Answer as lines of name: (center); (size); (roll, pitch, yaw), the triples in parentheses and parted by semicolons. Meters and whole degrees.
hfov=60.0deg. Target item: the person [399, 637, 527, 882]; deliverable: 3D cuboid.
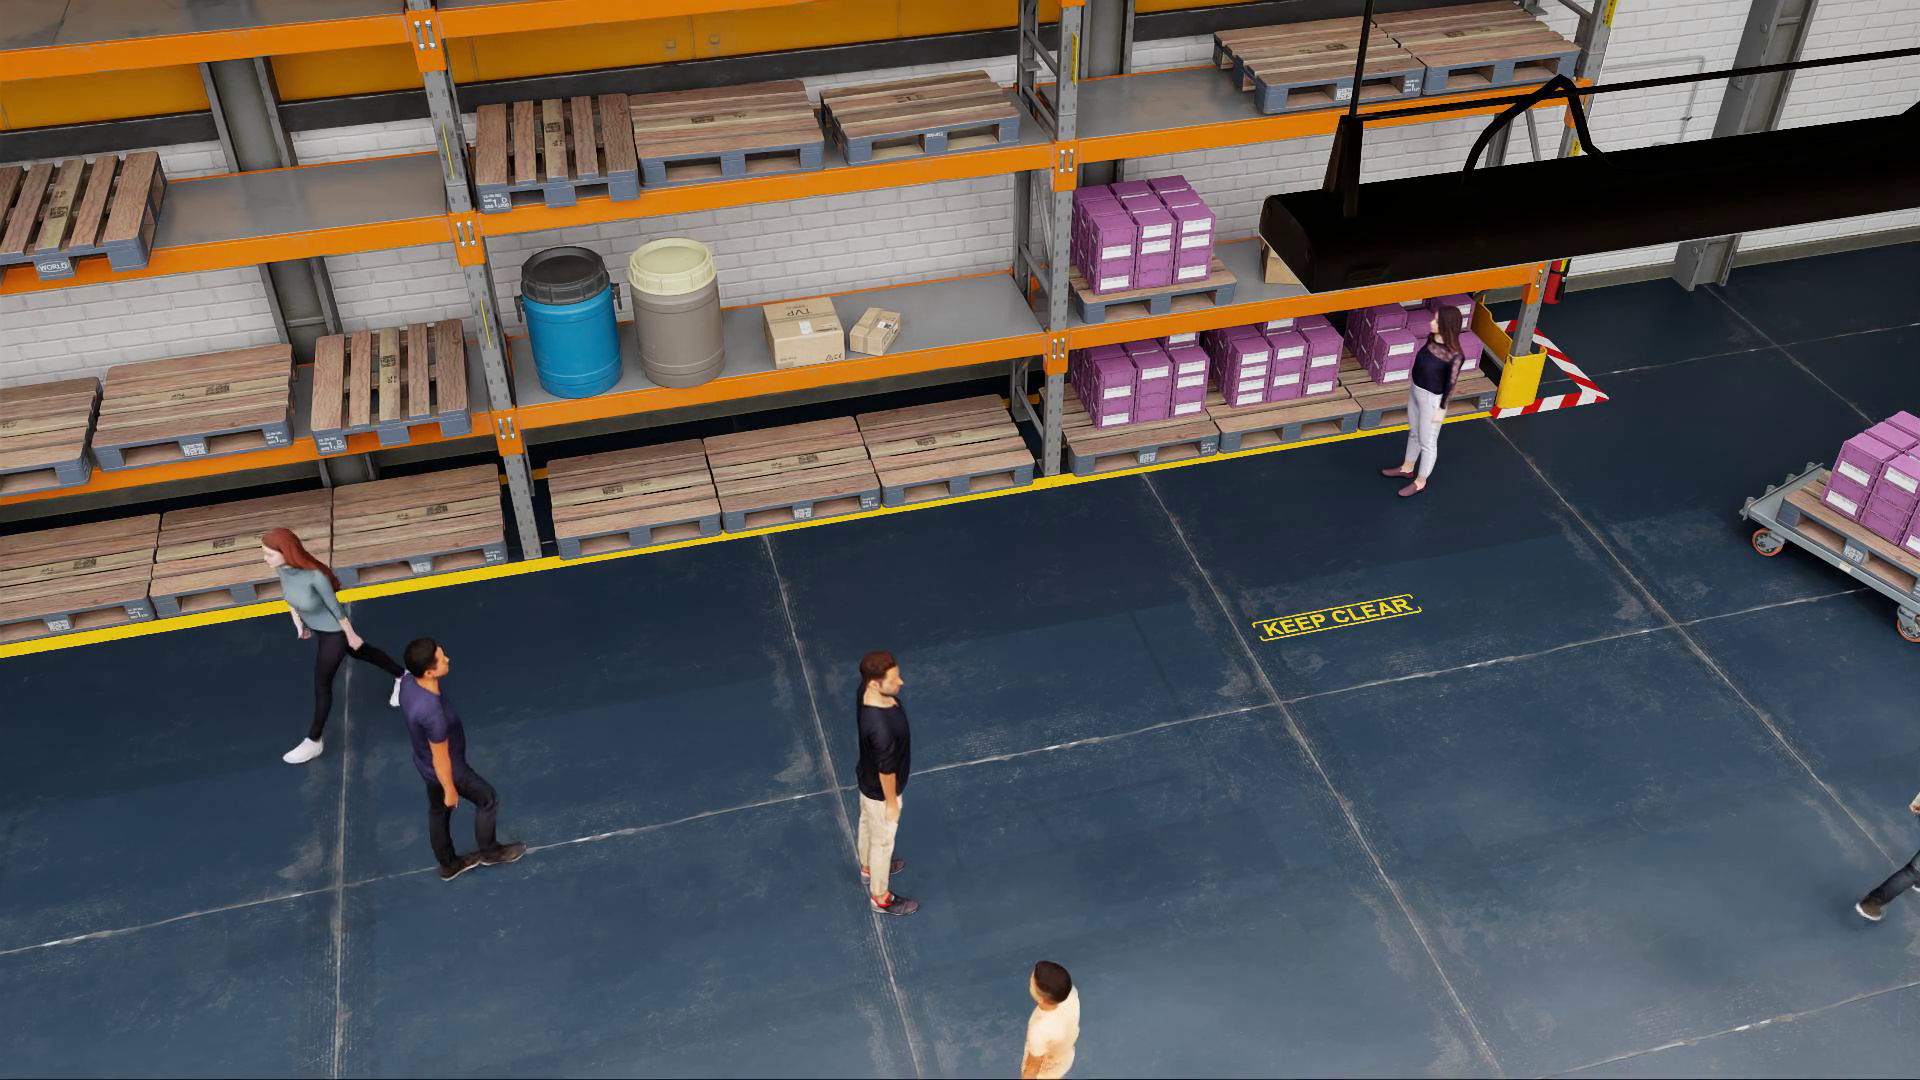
person: (-2.996, 1.290, 9.368); (0.839, 1.776, 0.787); (-23, 44, -26)

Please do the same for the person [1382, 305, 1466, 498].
person: (3.488, -1.050, 12.433); (0.531, 1.607, 0.598); (-8, 39, -10)

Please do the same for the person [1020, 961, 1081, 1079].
person: (0.486, 2.550, 8.047); (0.722, 1.456, 0.663); (20, 43, 23)

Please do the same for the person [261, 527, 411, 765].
person: (-3.851, 0.547, 10.375); (1.094, 1.679, 1.256); (23, 44, 26)

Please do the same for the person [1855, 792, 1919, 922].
person: (5.429, 1.584, 9.267); (1.006, 1.442, 0.607); (-12, 40, -15)

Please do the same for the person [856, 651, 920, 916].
person: (-0.446, 1.335, 9.248); (0.523, 1.856, 0.630); (-8, 39, -10)
